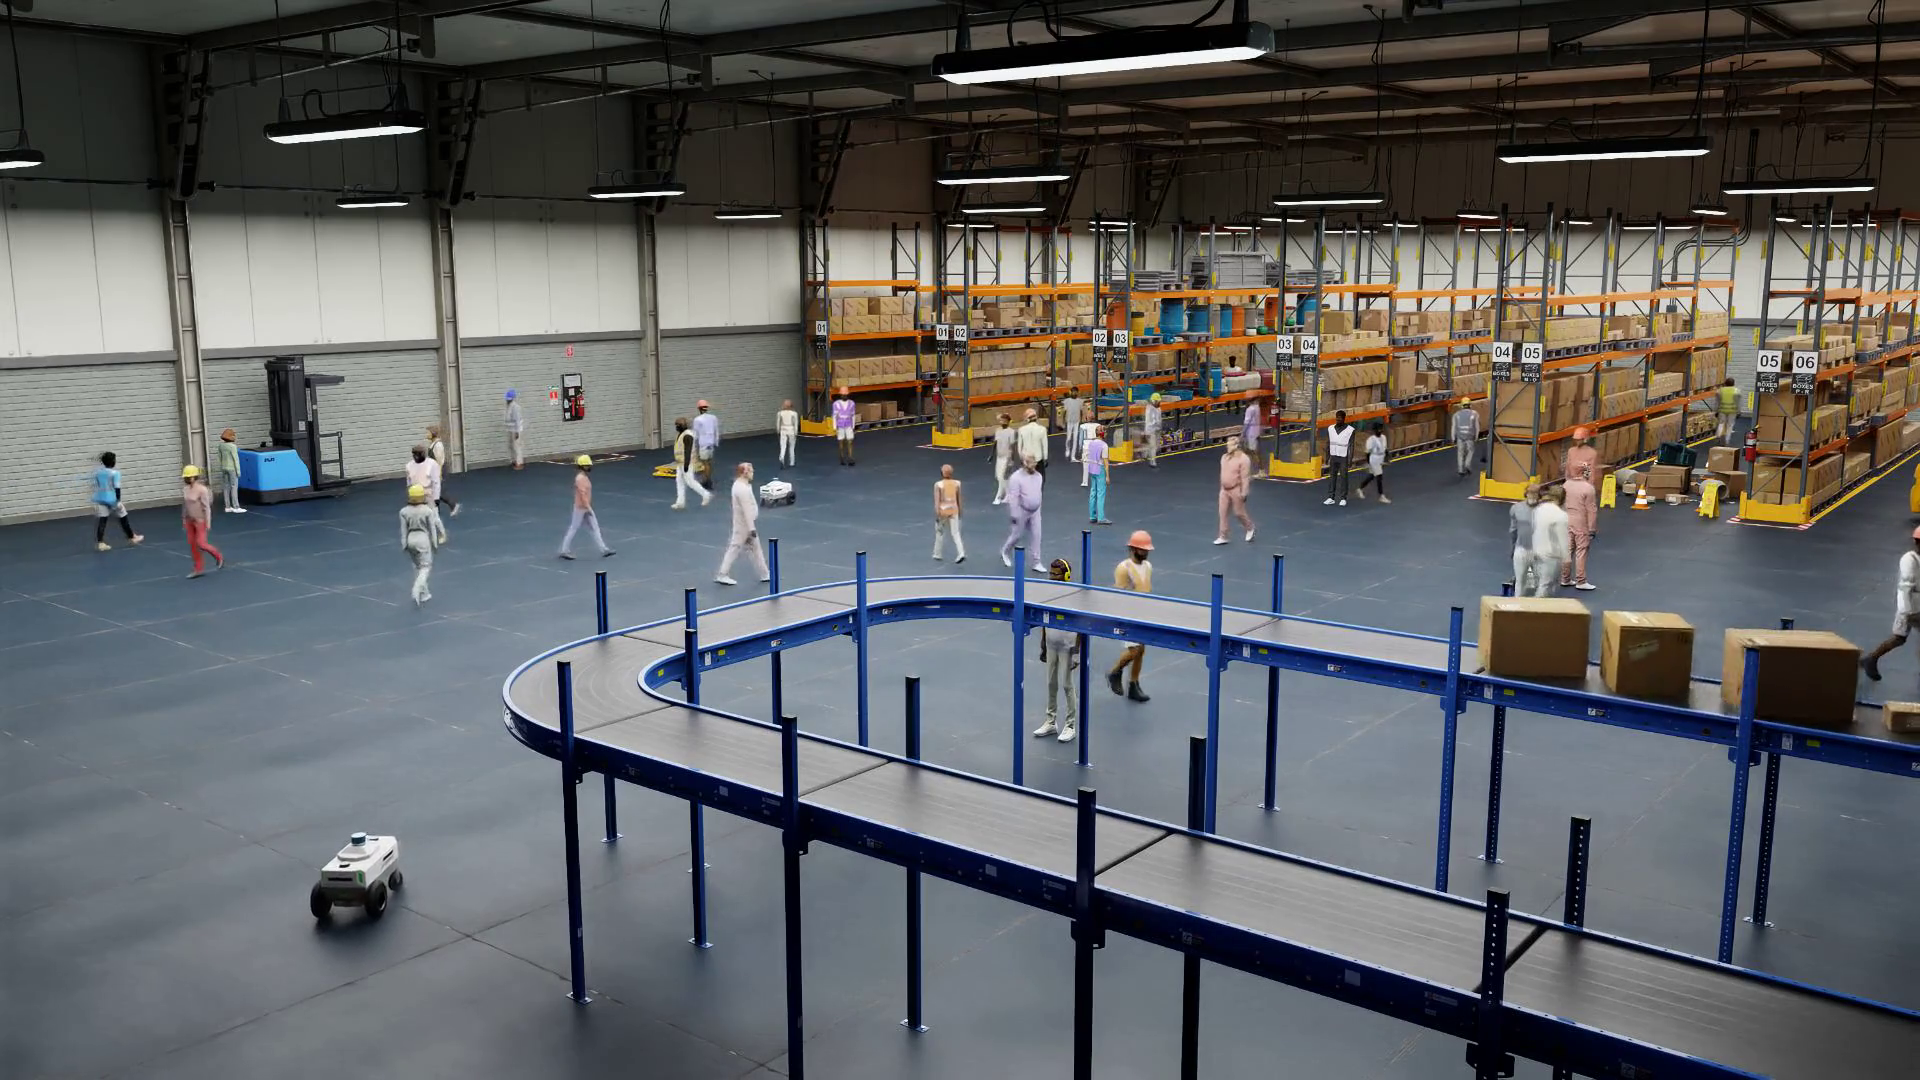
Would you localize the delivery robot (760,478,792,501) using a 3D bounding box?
[{"bbox_3d":[-3.696,-1.006,31.420,0.477,0.478,0.707,6,11,29],"label":"delivery robot"}]

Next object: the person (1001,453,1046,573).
[{"bbox_3d":[1.013,-0.462,24.786,0.650,1.883,0.864,-6,12,-32],"label":"person"}]

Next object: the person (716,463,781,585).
[{"bbox_3d":[-3.248,-0.245,23.627,0.989,1.858,0.662,-2,10,-10],"label":"person"}]

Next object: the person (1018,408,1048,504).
[{"bbox_3d":[1.486,-1.649,31.241,0.654,1.953,0.554,4,11,21],"label":"person"}]

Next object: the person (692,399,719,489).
[{"bbox_3d":[-5.517,-2.071,33.749,0.676,1.898,0.580,10,14,44],"label":"person"}]

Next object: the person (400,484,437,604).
[{"bbox_3d":[-7.721,0.058,22.286,0.494,1.718,0.720,1,10,3],"label":"person"}]

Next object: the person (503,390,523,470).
[{"bbox_3d":[-10.492,-2.587,36.669,0.638,1.899,0.507,8,13,40],"label":"person"}]

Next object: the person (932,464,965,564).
[{"bbox_3d":[-0.171,-0.426,25.376,0.520,1.608,0.852,-5,11,-26],"label":"person"}]

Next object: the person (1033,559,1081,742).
[{"bbox_3d":[1.011,1.109,15.960,0.511,1.872,0.329,9,13,41],"label":"person"}]

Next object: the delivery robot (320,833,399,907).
[{"bbox_3d":[-4.550,2.465,11.871,0.477,0.478,0.707,0,10,2],"label":"delivery robot"}]

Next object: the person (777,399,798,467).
[{"bbox_3d":[-4.109,-2.522,37.130,0.522,1.614,0.704,1,10,5],"label":"person"}]

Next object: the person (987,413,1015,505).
[{"bbox_3d":[0.851,-1.647,31.532,0.560,1.840,0.603,-9,13,-40],"label":"person"}]

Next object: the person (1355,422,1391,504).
[{"bbox_3d":[8.410,-1.605,31.843,0.529,1.658,0.867,-9,14,-43],"label":"person"}]

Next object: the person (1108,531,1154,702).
[{"bbox_3d":[1.930,0.838,17.330,0.575,1.921,0.447,-9,14,-43],"label":"person"}]

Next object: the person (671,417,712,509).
[{"bbox_3d":[-5.350,-1.532,30.988,0.749,1.816,0.642,-4,11,-24],"label":"person"}]

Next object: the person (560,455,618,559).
[{"bbox_3d":[-6.152,-0.534,25.647,0.924,1.718,0.527,0,10,3],"label":"person"}]

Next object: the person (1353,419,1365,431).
[{"bbox_3d":[10.523,-3.352,41.355,0.533,1.769,0.310,10,14,43],"label":"person"}]

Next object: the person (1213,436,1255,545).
[{"bbox_3d":[4.763,-0.871,27.078,0.812,1.878,0.652,-8,13,-39],"label":"person"}]

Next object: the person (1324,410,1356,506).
[{"bbox_3d":[7.623,-1.657,31.407,0.590,1.915,0.392,7,12,36],"label":"person"}]

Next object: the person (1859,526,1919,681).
[{"bbox_3d":[10.890,0.743,17.915,0.562,1.911,0.876,-5,11,-28],"label":"person"}]

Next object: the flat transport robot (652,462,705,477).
[{"bbox_3d":[-6.446,-1.644,36.072,0.652,0.197,1.431,4,11,20],"label":"flat transport robot"}]

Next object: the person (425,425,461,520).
[{"bbox_3d":[-9.782,-1.255,29.384,0.539,1.826,0.530,-7,12,-34],"label":"person"}]

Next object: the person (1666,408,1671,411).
[{"bbox_3d":[20.493,-4.015,45.514,0.442,1.603,0.551,-4,11,-22],"label":"person"}]

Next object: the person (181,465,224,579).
[{"bbox_3d":[-11.771,-0.298,24.217,0.534,1.756,0.486,5,11,25],"label":"person"}]

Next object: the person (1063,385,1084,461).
[{"bbox_3d":[2.791,-2.888,38.521,0.494,1.851,0.498,-1,10,-4],"label":"person"}]

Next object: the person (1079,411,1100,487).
[{"bbox_3d":[2.822,-1.972,33.947,0.522,1.639,0.309,-3,10,-15],"label":"person"}]

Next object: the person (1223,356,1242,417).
[{"bbox_3d":[8.617,-4.868,49.400,0.611,1.944,0.766,5,11,26],"label":"person"}]

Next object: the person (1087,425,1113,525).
[{"bbox_3d":[2.584,-1.218,29.122,0.389,1.846,0.565,-6,12,-30],"label":"person"}]

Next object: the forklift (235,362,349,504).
[{"bbox_3d":[-13.803,-2.244,32.110,1.129,2.768,1.873,8,13,37],"label":"forklift"}]

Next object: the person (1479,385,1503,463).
[{"bbox_3d":[12.940,-2.778,37.748,0.910,1.897,0.560,-8,13,-37],"label":"person"}]

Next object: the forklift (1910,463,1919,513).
[{"bbox_3d":[19.034,-1.348,28.998,2.313,2.155,1.214,8,13,37],"label":"forklift"}]

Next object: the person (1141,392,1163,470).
[{"bbox_3d":[4.528,-2.576,36.865,0.502,1.816,0.594,8,13,37],"label":"person"}]

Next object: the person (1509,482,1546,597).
[{"bbox_3d":[7.872,0.120,21.471,0.646,1.908,0.875,6,12,32],"label":"person"}]

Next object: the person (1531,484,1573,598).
[{"bbox_3d":[7.951,0.210,20.877,0.565,1.920,0.686,-1,10,-6],"label":"person"}]

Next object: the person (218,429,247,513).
[{"bbox_3d":[-14.193,-1.347,30.448,0.497,1.633,0.289,5,11,27],"label":"person"}]

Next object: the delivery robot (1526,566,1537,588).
[{"bbox_3d":[8.570,0.446,23.248,0.477,0.478,0.707,9,13,41],"label":"delivery robot"}]

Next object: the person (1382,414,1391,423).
[{"bbox_3d":[12.060,-4.020,44.468,0.700,2.000,0.957,9,13,41],"label":"person"}]

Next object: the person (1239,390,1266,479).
[{"bbox_3d":[6.470,-2.381,35.272,1.044,1.983,0.640,5,11,27],"label":"person"}]

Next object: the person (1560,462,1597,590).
[{"bbox_3d":[9.248,-0.221,23.342,0.410,1.909,0.642,-5,11,-24],"label":"person"}]

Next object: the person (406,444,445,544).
[{"bbox_3d":[-9.056,-0.736,26.510,0.626,1.815,0.789,1,10,3],"label":"person"}]

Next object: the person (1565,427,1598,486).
[{"bbox_3d":[10.970,-1.014,27.627,0.544,1.978,0.616,-6,12,-31],"label":"person"}]

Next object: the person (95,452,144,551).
[{"bbox_3d":[-14.373,-0.671,26.572,0.554,1.643,0.859,3,11,18],"label":"person"}]

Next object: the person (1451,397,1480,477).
[{"bbox_3d":[11.502,-2.344,35.598,0.619,1.797,0.619,6,12,30],"label":"person"}]

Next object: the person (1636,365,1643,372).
[{"bbox_3d":[19.622,-4.137,45.484,0.405,1.869,0.569,-2,10,-11],"label":"person"}]

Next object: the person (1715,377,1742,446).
[{"bbox_3d":[20.376,-3.403,41.476,0.629,1.828,0.443,7,12,36],"label":"person"}]

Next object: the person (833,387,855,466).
[{"bbox_3d":[-2.743,-2.701,37.316,0.569,1.893,0.965,-2,10,-13],"label":"person"}]
